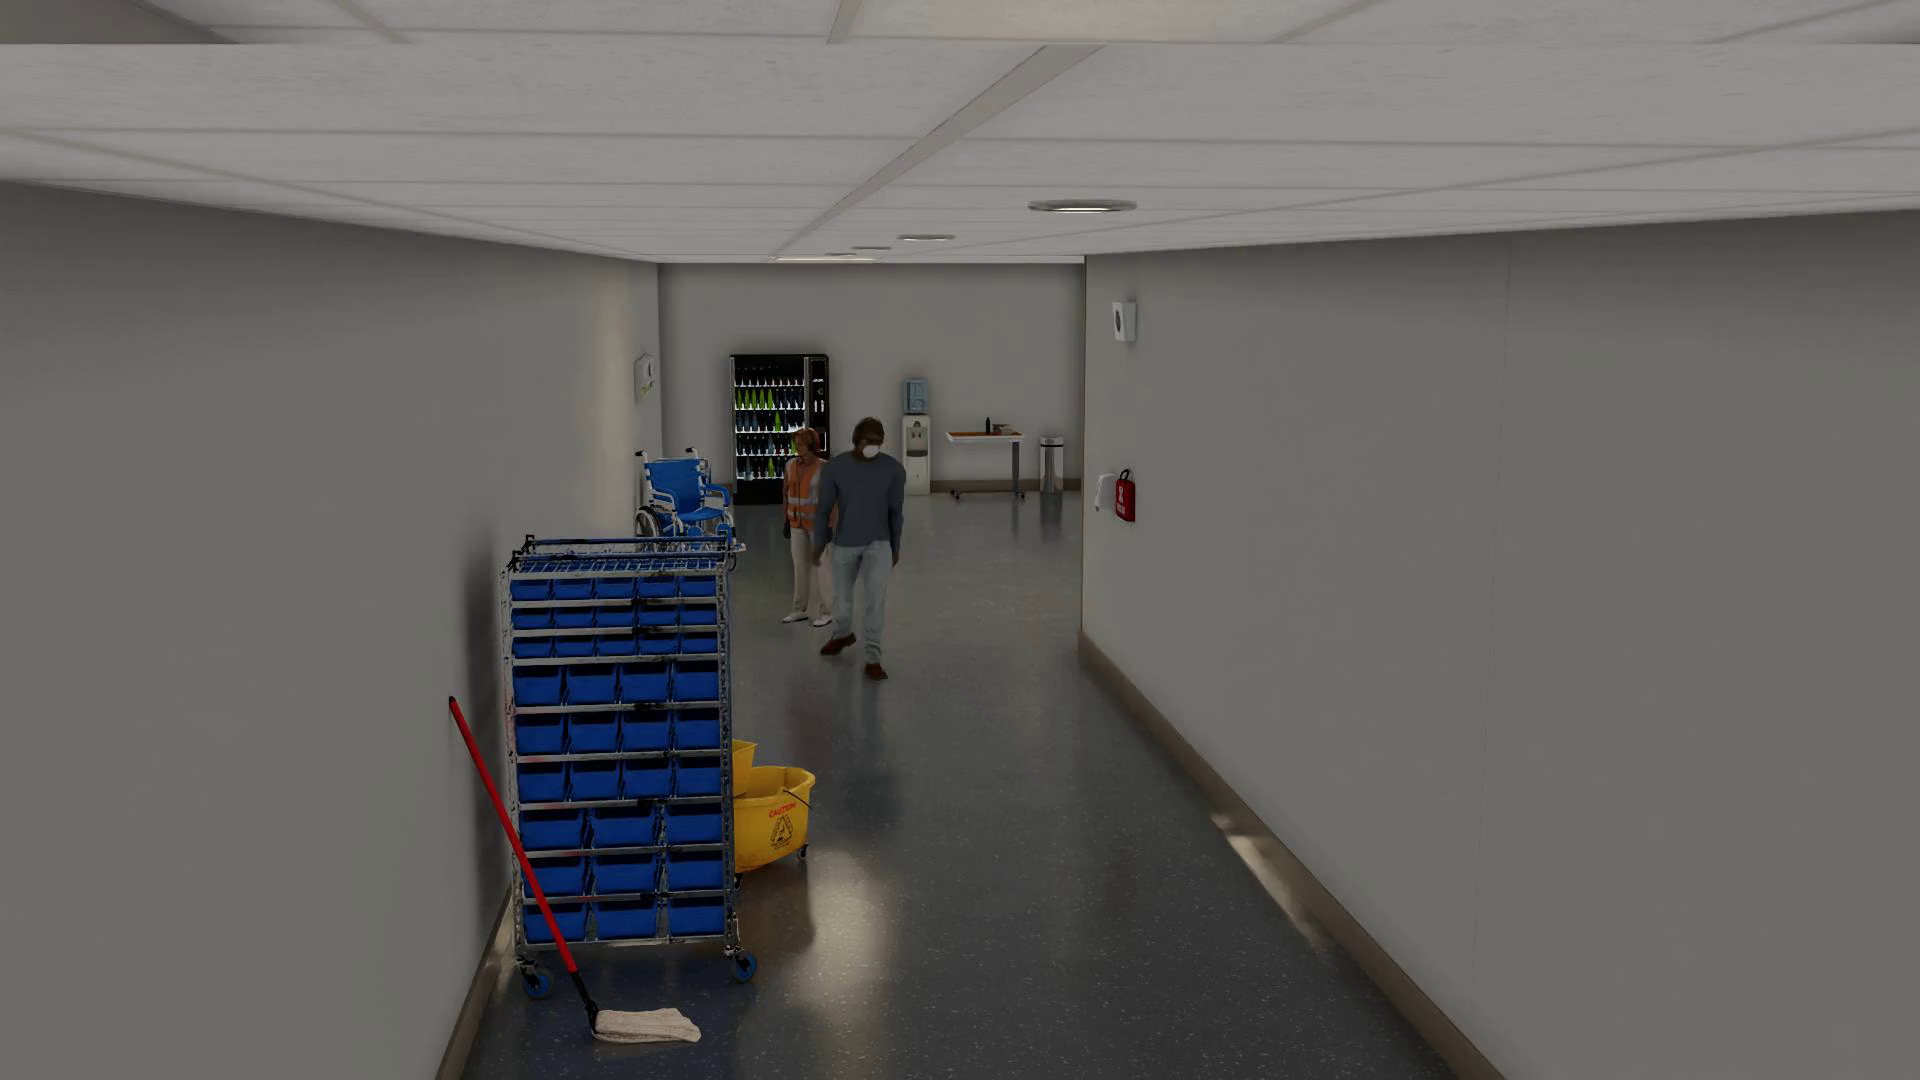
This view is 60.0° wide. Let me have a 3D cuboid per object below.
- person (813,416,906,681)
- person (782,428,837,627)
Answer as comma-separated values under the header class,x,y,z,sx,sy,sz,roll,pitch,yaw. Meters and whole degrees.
class,x,y,z,sx,sy,sz,roll,pitch,yaw
person,-0.727,0.017,12.161,0.675,1.887,0.976,0,9,-1
person,-1.237,-0.108,13.650,0.521,1.636,0.311,6,11,32
